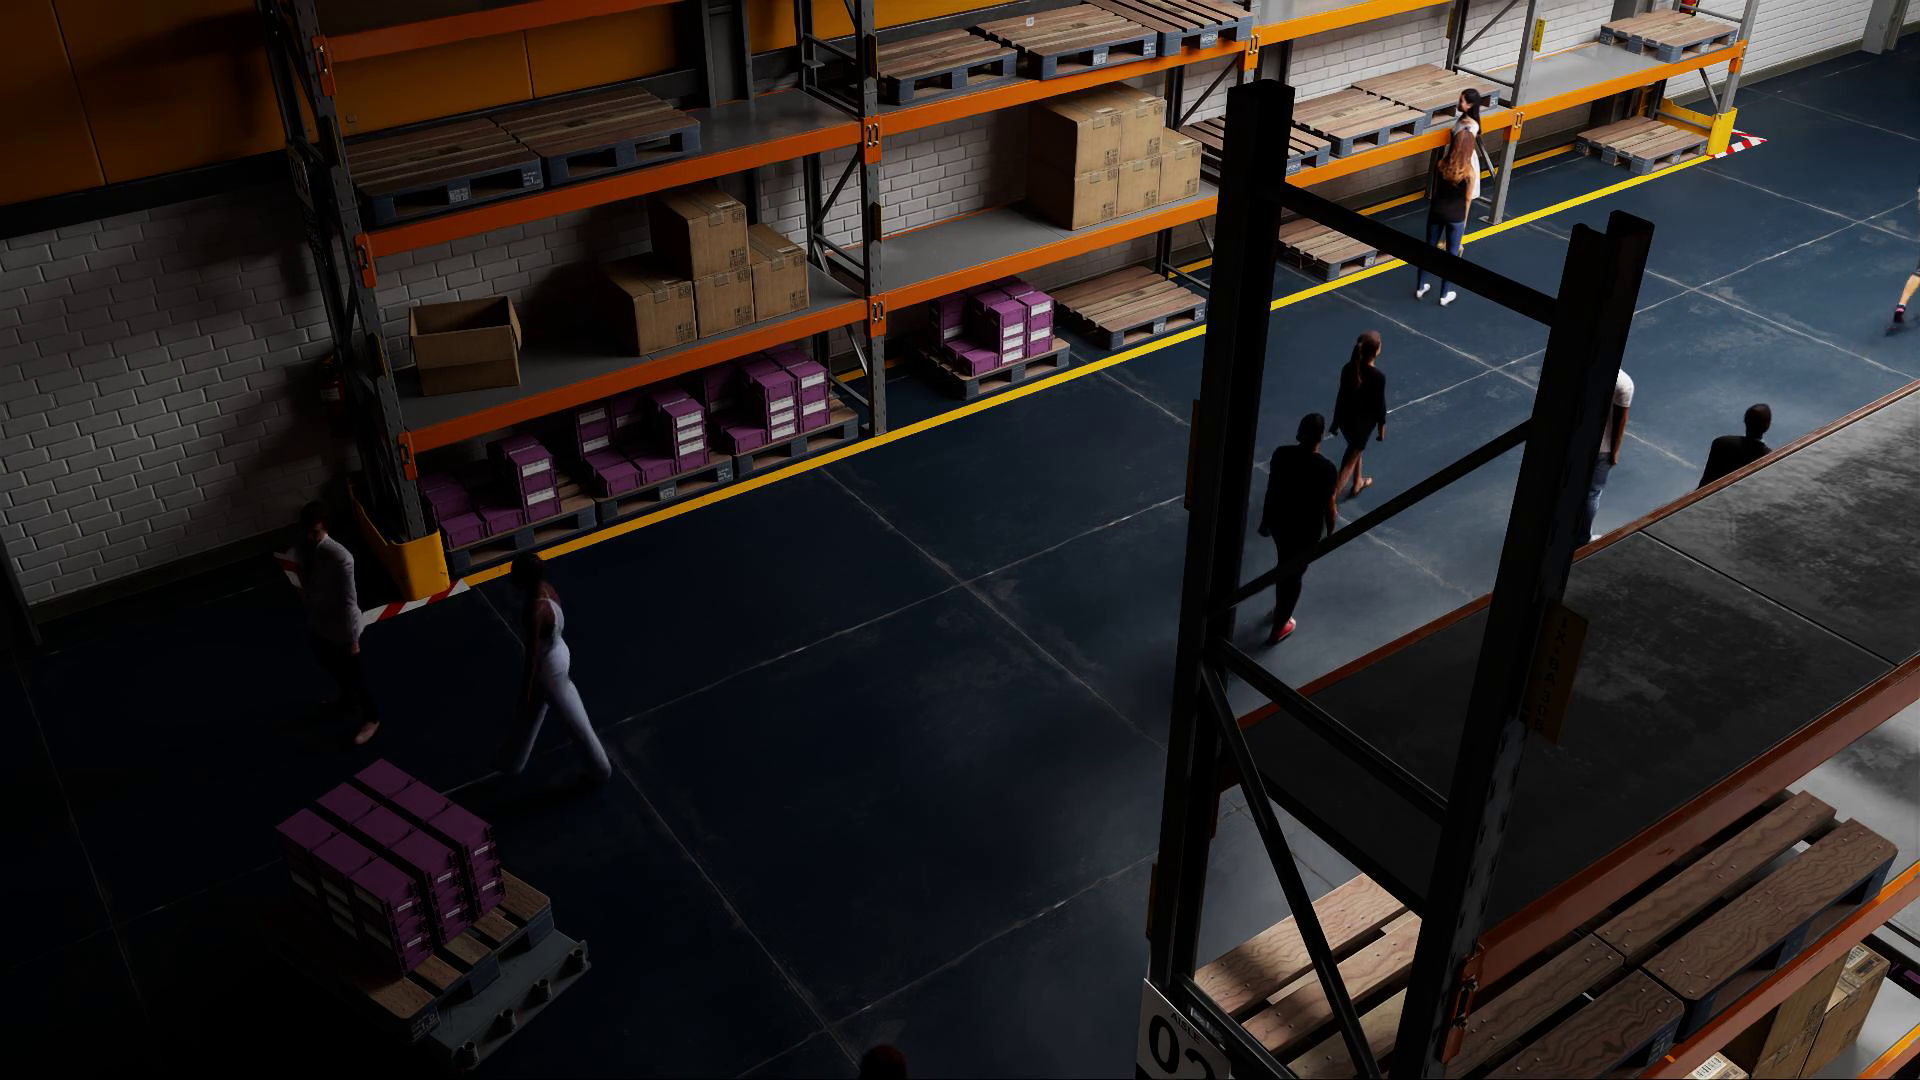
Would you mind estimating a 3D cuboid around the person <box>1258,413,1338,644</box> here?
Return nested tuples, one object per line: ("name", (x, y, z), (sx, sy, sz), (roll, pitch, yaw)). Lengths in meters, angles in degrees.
("person", (2.271, -0.050, 11.466), (0.780, 1.741, 0.893), (23, 40, 31))

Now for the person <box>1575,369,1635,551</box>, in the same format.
("person", (4.707, -0.771, 12.438), (0.605, 1.866, 0.704), (-27, 42, -35))

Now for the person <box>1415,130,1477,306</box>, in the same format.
("person", (4.715, -3.135, 16.125), (0.632, 1.722, 0.624), (22, 39, 29))

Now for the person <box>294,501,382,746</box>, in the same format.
("person", (-3.968, 0.500, 10.560), (0.707, 1.828, 0.885), (-26, 41, -33))

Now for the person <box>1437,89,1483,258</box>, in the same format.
("person", (5.099, -3.736, 16.986), (0.820, 1.769, 0.784), (0, 34, 1))

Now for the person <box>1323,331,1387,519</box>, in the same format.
("person", (3.037, -0.870, 12.900), (0.694, 1.518, 1.095), (29, 43, 36))

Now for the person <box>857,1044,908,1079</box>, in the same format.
("person", (-0.219, 2.762, 7.291), (1.128, 1.680, 0.720), (-15, 36, -21))

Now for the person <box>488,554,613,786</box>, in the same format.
("person", (-2.391, 0.833, 10.128), (1.104, 1.750, 0.924), (-3, 34, -4))

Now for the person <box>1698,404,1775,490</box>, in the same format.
("person", (5.287, -0.083, 11.494), (1.161, 1.766, 0.705), (-24, 40, -31))
